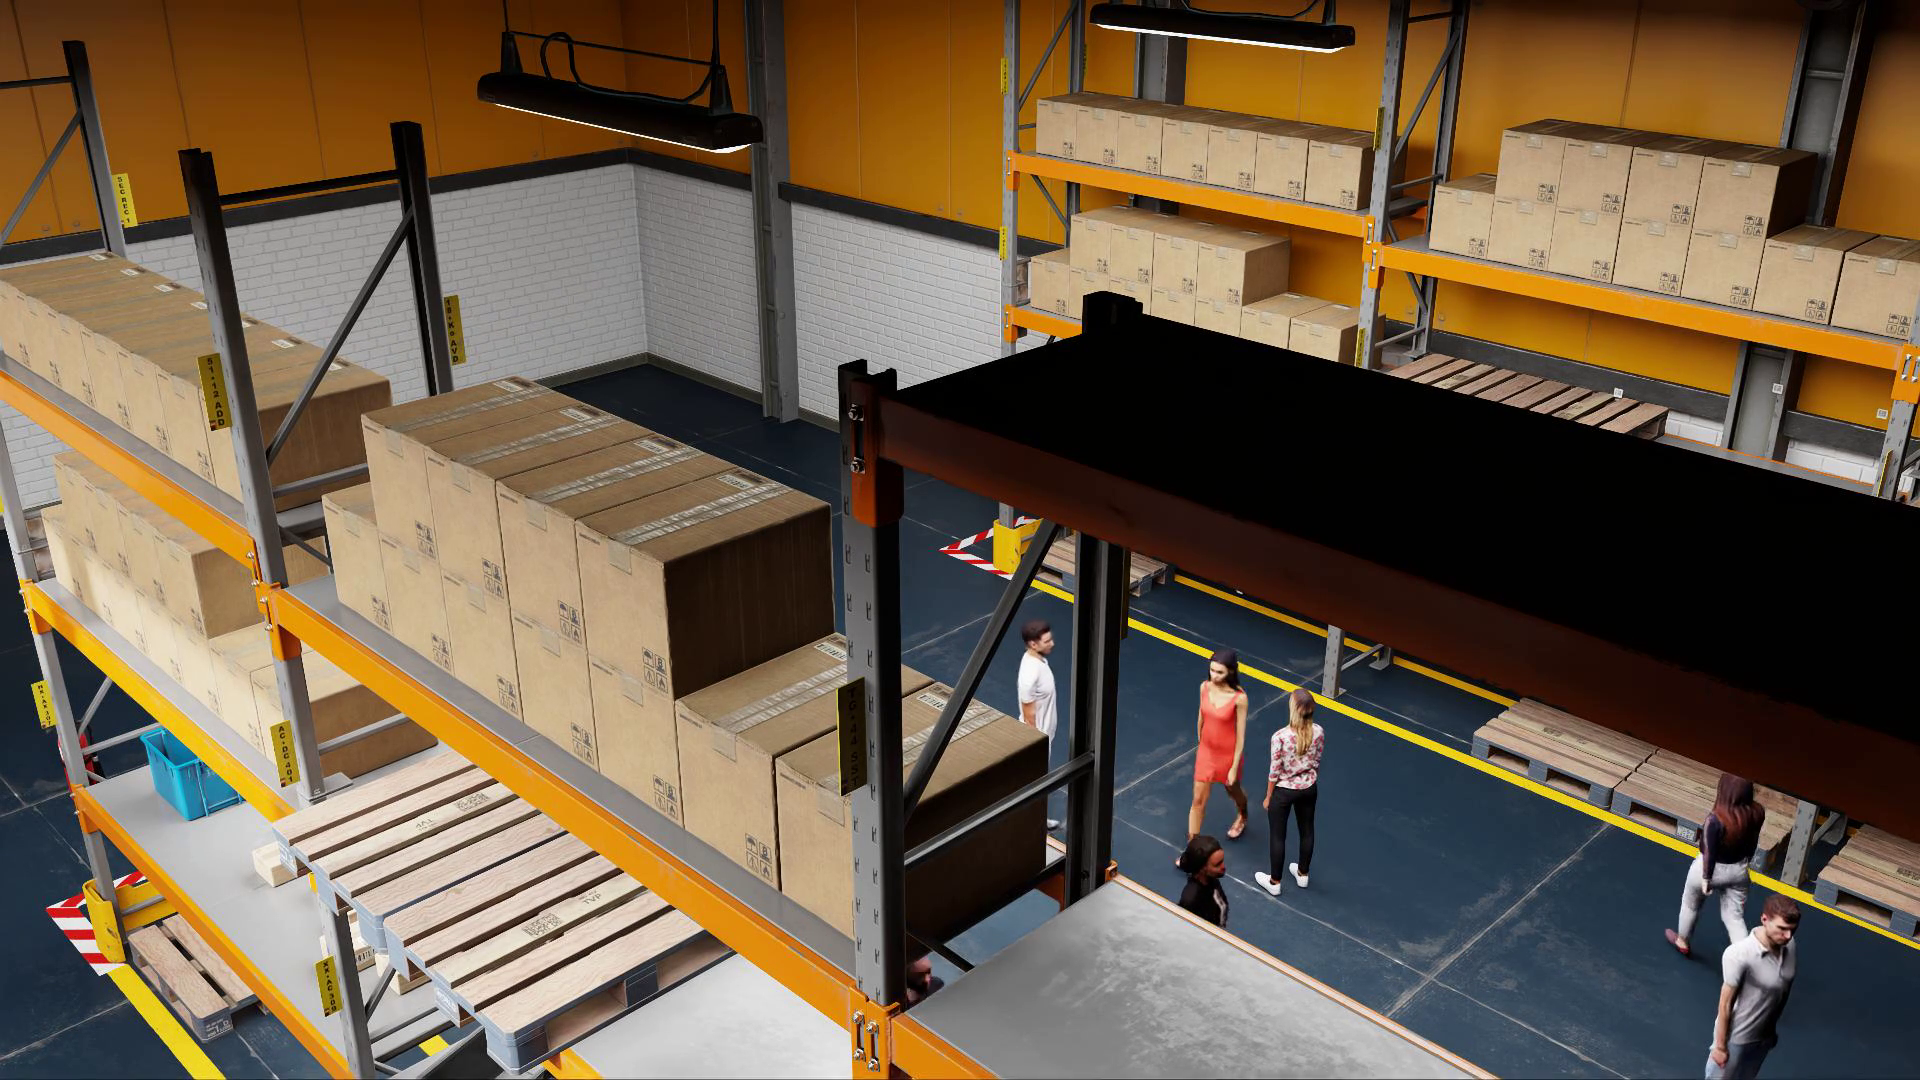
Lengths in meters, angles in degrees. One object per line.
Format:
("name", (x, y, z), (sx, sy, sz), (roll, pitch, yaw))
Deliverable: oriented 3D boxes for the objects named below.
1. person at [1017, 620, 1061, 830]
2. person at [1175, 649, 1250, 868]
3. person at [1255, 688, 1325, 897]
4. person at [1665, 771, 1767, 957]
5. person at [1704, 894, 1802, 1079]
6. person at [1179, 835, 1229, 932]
("person", (0.563, 1.433, 12.448), (0.777, 1.862, 0.758), (2, 24, 5))
("person", (1.988, 1.572, 12.357), (1.075, 1.680, 0.753), (17, 29, 33))
("person", (2.391, 1.793, 11.910), (0.641, 1.634, 0.648), (-8, 25, -18))
("person", (5.064, 2.236, 10.964), (0.976, 1.580, 1.118), (-4, 24, -8))
("person", (4.424, 2.771, 9.398), (0.711, 1.854, 0.655), (-12, 26, -25))
("person", (1.401, 2.522, 10.213), (1.086, 1.657, 0.799), (12, 26, 25))
